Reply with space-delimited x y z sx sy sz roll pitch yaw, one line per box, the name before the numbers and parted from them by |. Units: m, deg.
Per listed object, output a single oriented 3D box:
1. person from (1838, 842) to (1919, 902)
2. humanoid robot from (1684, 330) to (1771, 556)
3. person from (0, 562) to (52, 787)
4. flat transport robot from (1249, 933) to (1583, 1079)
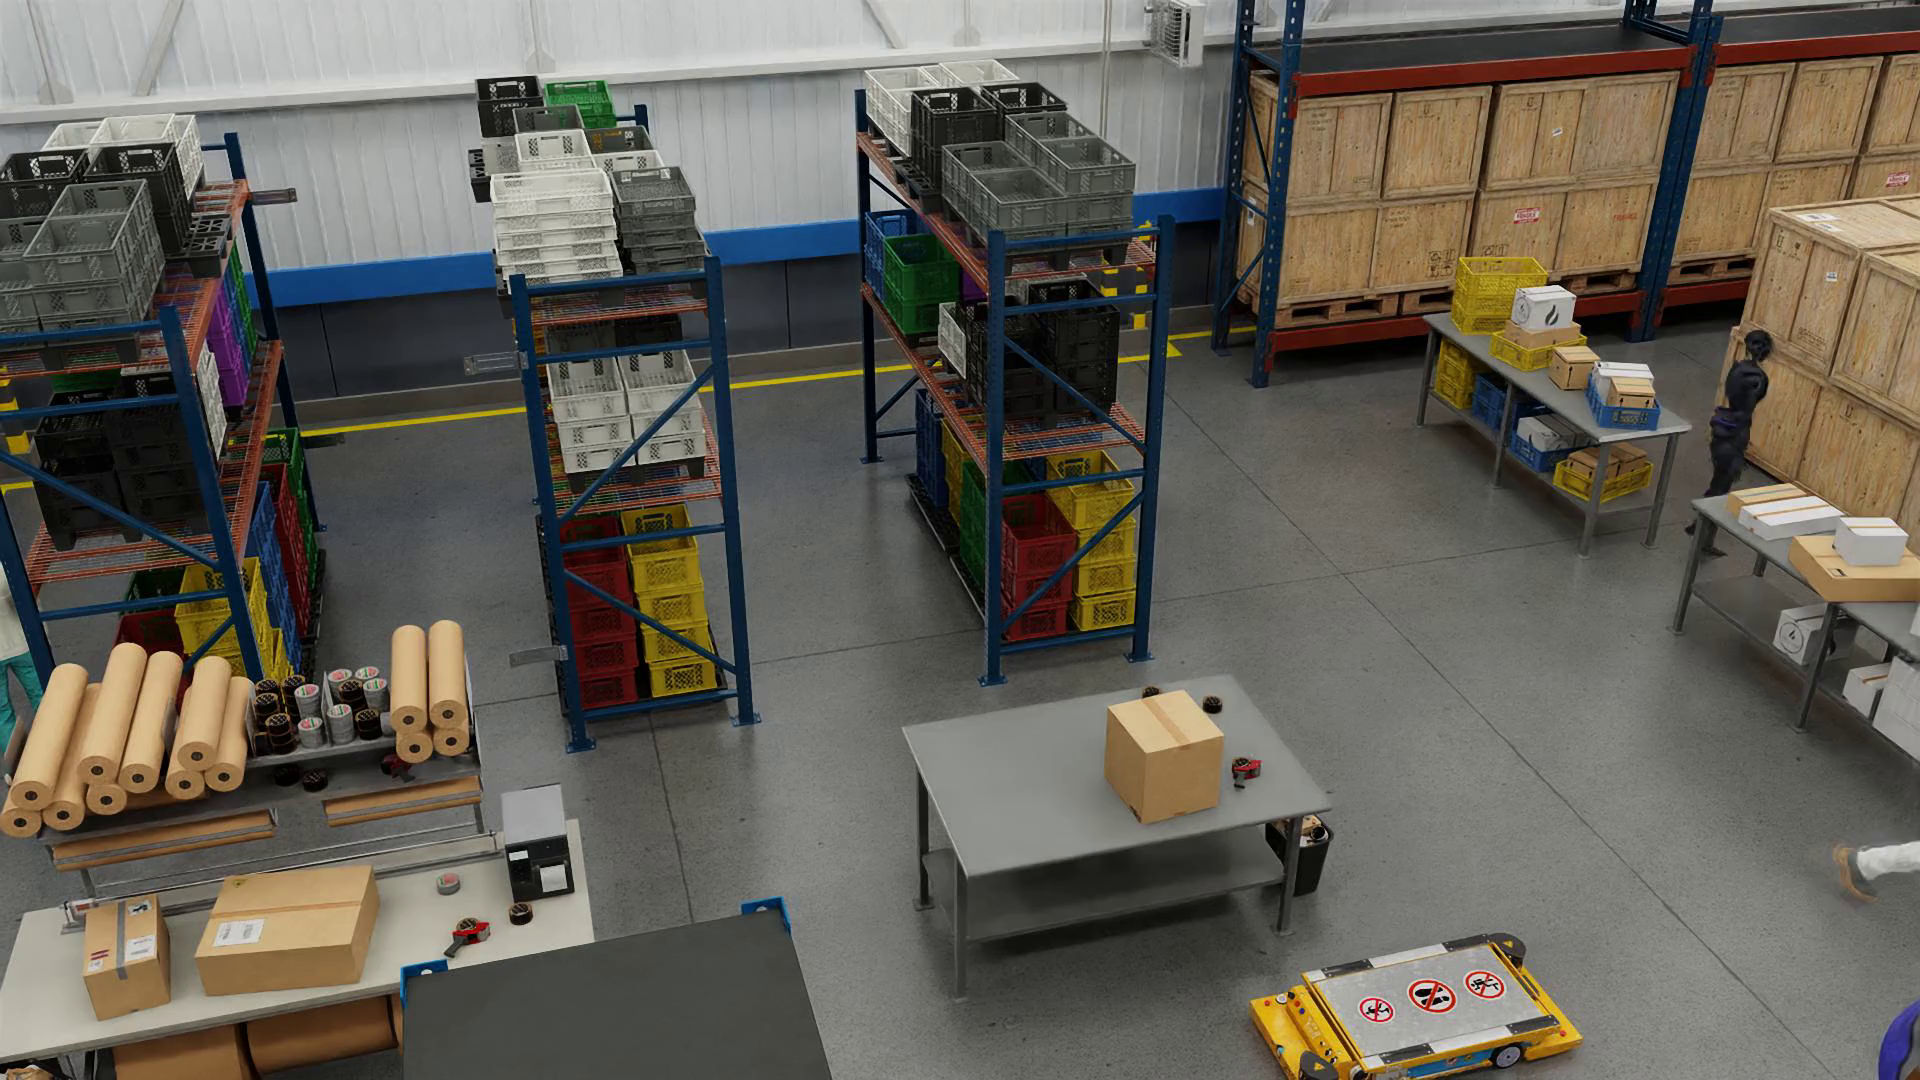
person | 5.064 1.200 8.330 0.827 1.858 0.588 22 36 34
humanoid robot | 5.579 -0.711 12.013 0.321 1.639 0.729 9 30 15
person | -5.440 0.637 9.443 0.524 1.772 0.307 -22 36 -34
flat transport robot | 2.184 2.282 7.980 1.431 0.197 0.652 -8 30 -14
